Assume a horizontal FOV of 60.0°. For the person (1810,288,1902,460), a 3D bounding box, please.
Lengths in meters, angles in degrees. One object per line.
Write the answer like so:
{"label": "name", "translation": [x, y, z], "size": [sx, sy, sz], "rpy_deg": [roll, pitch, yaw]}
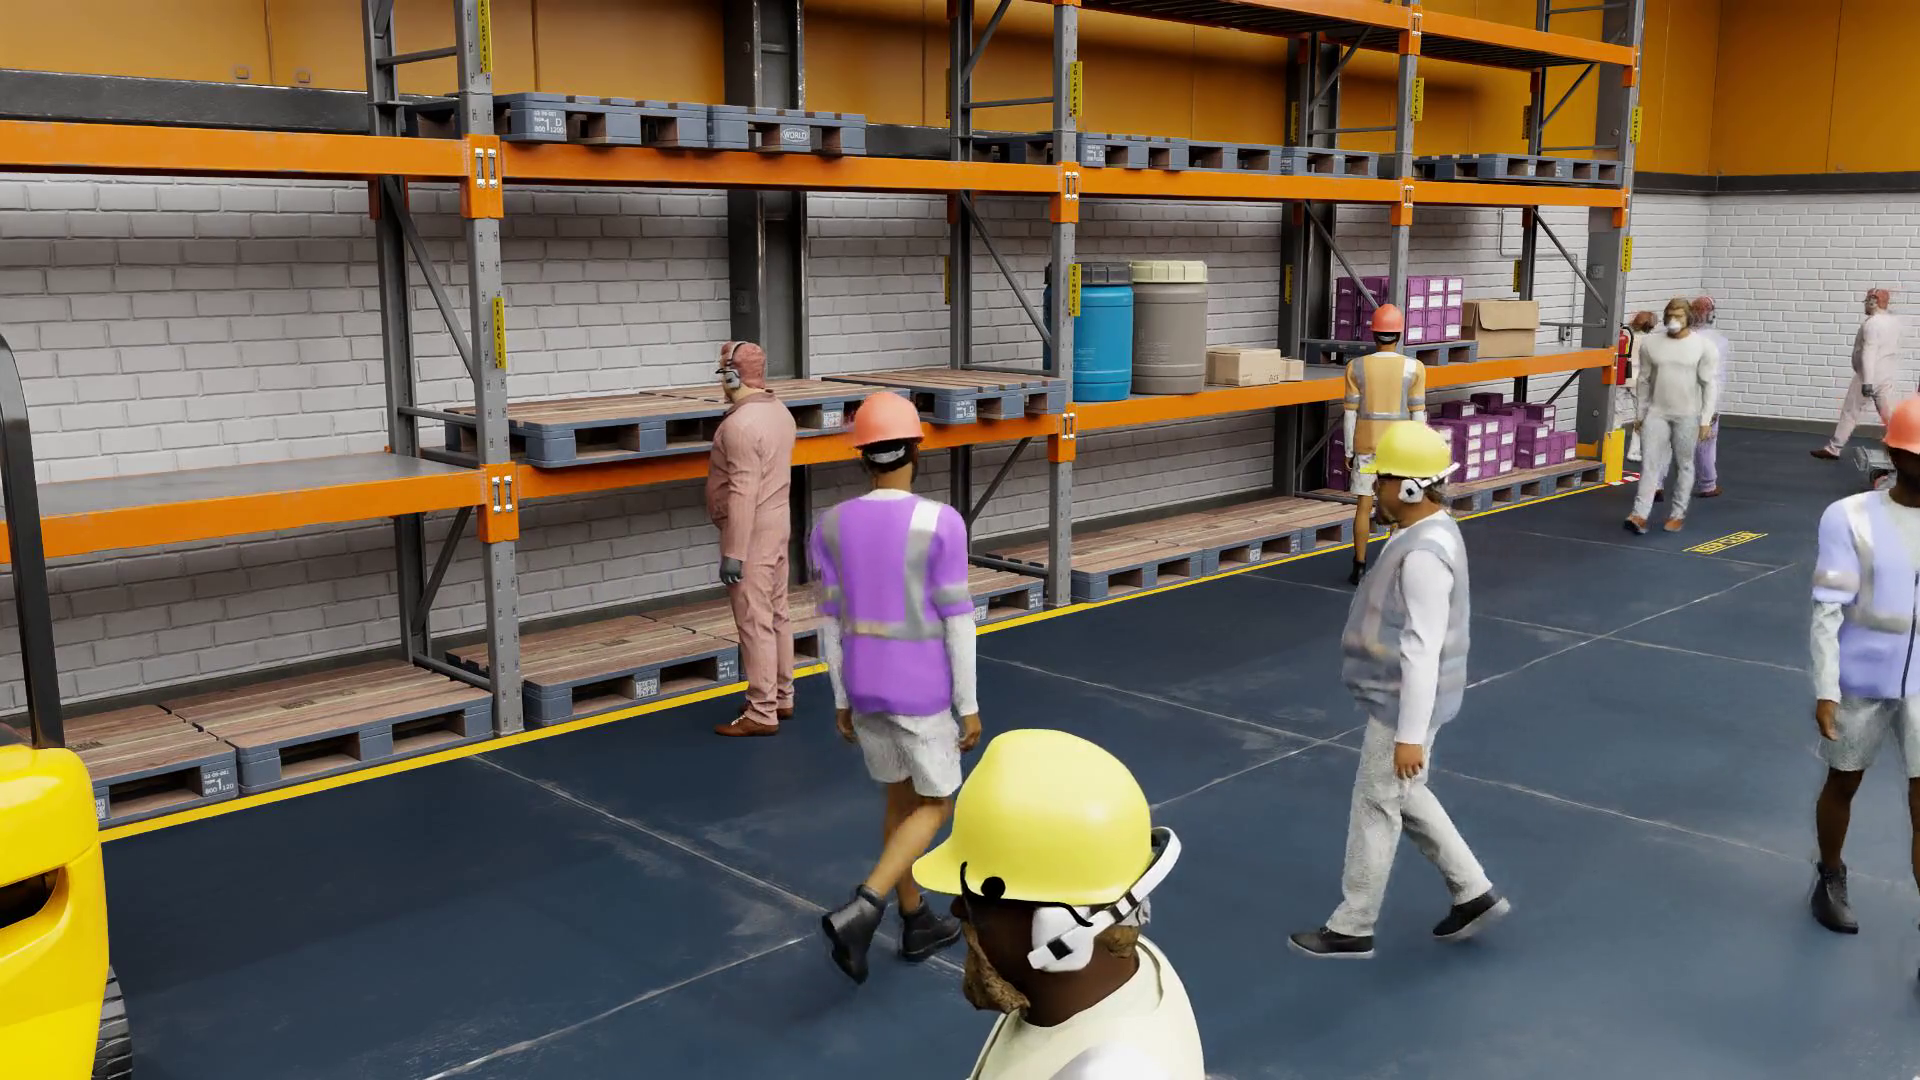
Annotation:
{"label": "person", "translation": [9.669, -1.731, 17.606], "size": [0.664, 1.857, 1.014], "rpy_deg": [-7, 12, -33]}

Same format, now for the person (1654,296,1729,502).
{"label": "person", "translation": [6.626, -1.275, 15.078], "size": [0.974, 1.869, 0.635], "rpy_deg": [-10, 14, -43]}

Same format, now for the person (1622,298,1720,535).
{"label": "person", "translation": [5.661, -0.965, 13.289], "size": [0.656, 1.896, 0.957], "rpy_deg": [9, 13, 39]}

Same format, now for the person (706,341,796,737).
{"label": "person", "translation": [-1.022, -0.004, 8.040], "size": [0.401, 1.904, 0.648], "rpy_deg": [2, 11, 13]}

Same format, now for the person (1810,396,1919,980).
{"label": "person", "translation": [3.080, 0.480, 5.433], "size": [0.558, 1.890, 0.976], "rpy_deg": [2, 11, 11]}

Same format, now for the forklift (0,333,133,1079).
{"label": "forklift", "translation": [-3.289, 0.485, 4.582], "size": [1.214, 2.155, 2.313], "rpy_deg": [-10, 14, -44]}

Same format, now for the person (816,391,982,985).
{"label": "person", "translation": [-0.236, 0.492, 5.322], "size": [0.582, 1.912, 0.679], "rpy_deg": [7, 12, 32]}

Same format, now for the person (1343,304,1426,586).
{"label": "person", "translation": [2.898, -0.640, 11.404], "size": [0.547, 1.942, 0.351], "rpy_deg": [3, 11, 16]}

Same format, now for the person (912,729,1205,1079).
{"label": "person", "translation": [0.118, 1.122, 2.099], "size": [0.404, 1.829, 0.600], "rpy_deg": [1, 10, 3]}

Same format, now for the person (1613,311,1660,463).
{"label": "person", "translation": [7.128, -1.618, 17.652], "size": [0.581, 1.624, 0.370], "rpy_deg": [10, 14, 43]}

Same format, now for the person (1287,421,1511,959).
{"label": "person", "translation": [1.485, 0.514, 5.478], "size": [0.623, 1.829, 0.610], "rpy_deg": [3, 11, 15]}
